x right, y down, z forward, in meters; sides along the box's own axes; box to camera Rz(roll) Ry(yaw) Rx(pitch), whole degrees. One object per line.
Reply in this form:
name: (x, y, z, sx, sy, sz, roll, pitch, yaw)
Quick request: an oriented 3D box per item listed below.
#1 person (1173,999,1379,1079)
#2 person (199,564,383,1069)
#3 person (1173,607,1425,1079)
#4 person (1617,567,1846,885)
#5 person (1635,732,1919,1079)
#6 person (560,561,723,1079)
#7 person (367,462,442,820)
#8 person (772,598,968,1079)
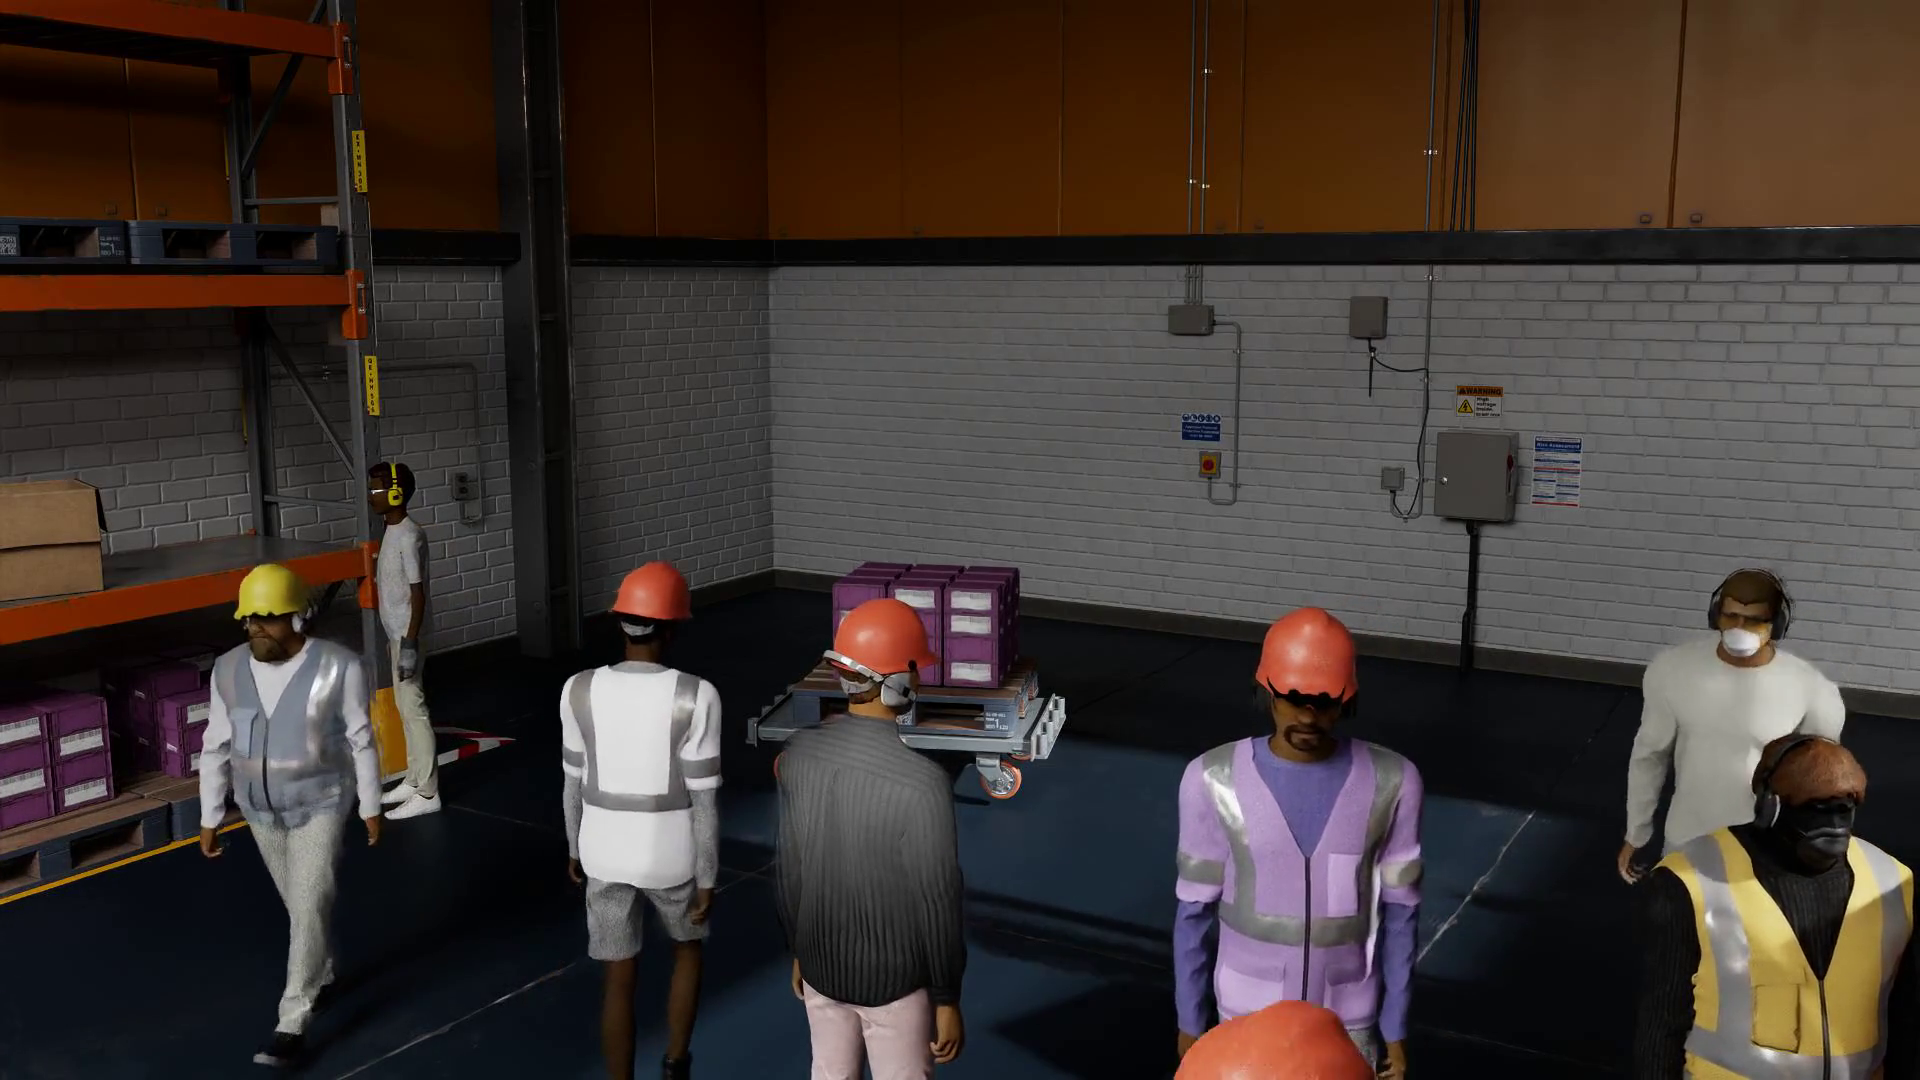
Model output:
person: (0.278, 1.532, 1.938, 0.611, 2.026, 0.549, 6, 11, 32)
person: (-2.482, 0.984, 6.047, 0.618, 1.789, 0.886, 1, 9, 7)
person: (0.840, 1.165, 4.162, 0.606, 2.037, 0.389, 1, 9, 5)
person: (2.634, 1.002, 5.632, 0.962, 1.902, 0.624, -9, 13, -44)
person: (1.857, 1.327, 3.806, 0.622, 1.835, 0.430, 0, 9, 0)
person: (-1.038, 1.026, 5.432, 0.570, 1.914, 0.483, 0, 9, 1)
person: (-2.930, 0.519, 8.717, 0.324, 1.871, 0.526, -5, 10, -27)
person: (-0.222, 1.139, 4.457, 0.623, 1.992, 0.397, 8, 12, 39)
